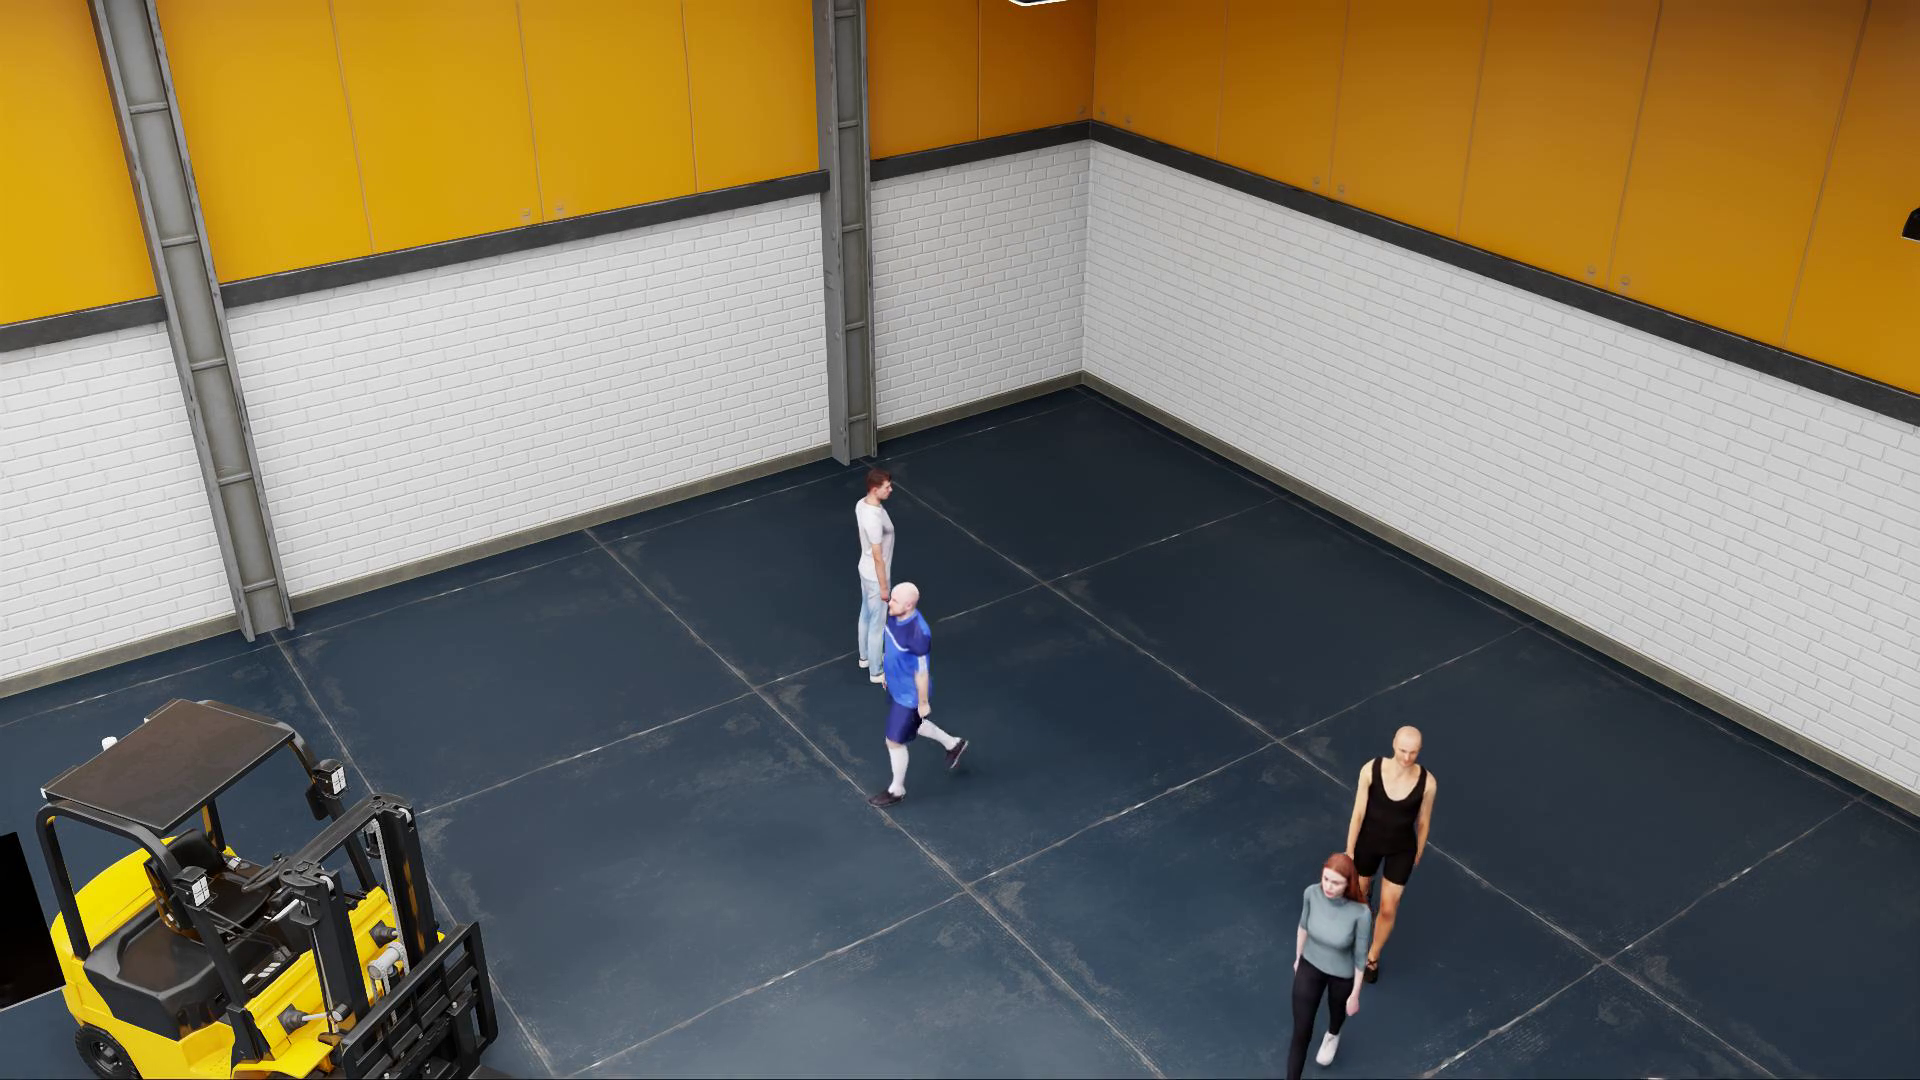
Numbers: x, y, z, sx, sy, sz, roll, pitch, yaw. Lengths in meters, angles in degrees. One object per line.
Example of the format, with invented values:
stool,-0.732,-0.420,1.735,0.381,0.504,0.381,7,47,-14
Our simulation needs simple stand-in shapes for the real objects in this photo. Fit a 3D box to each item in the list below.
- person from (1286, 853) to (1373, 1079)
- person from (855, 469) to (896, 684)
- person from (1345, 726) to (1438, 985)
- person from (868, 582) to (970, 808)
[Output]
person,2.152,2.478,9.560,0.895,1.688,1.214,17,33,29
person,-0.692,0.274,13.425,0.657,1.855,0.711,-8,30,-15
person,2.689,1.892,10.519,0.994,1.797,1.107,8,30,14
person,-0.305,1.072,12.003,1.139,1.816,0.853,-10,30,-18
